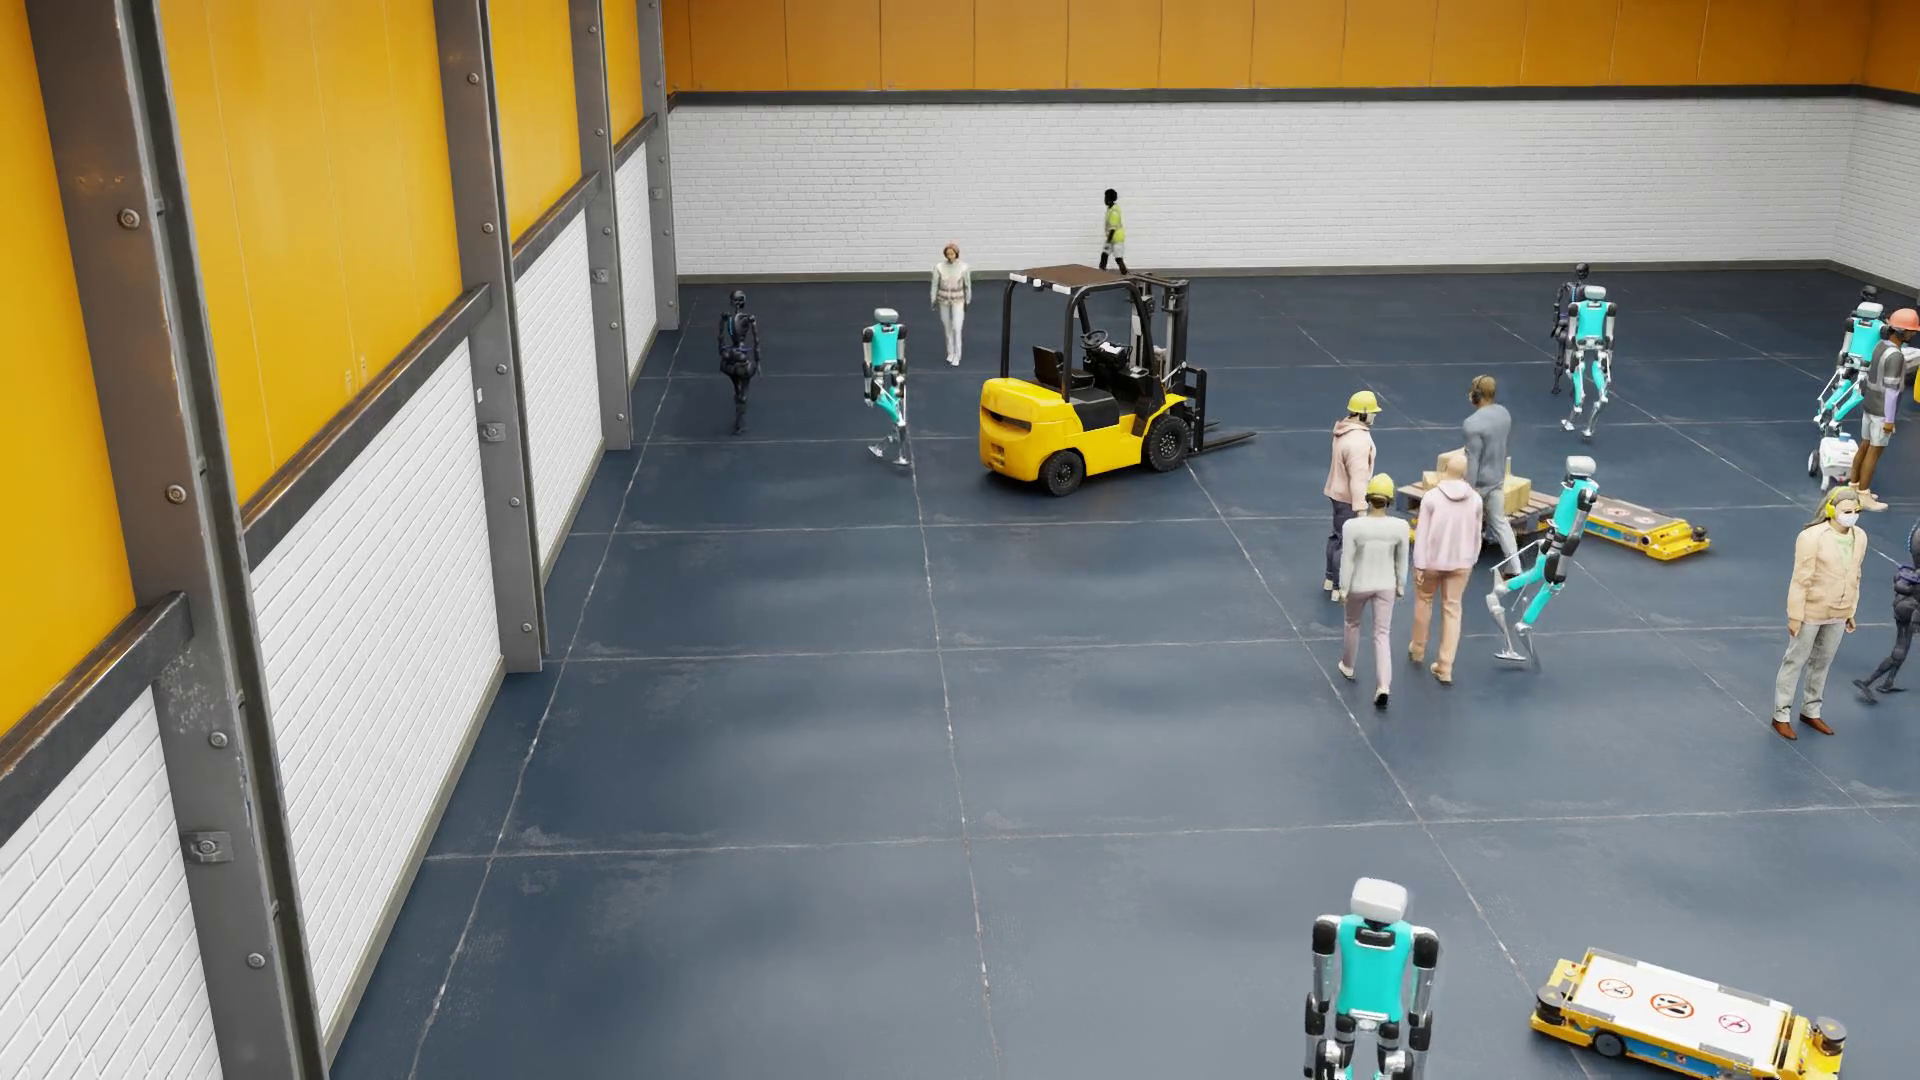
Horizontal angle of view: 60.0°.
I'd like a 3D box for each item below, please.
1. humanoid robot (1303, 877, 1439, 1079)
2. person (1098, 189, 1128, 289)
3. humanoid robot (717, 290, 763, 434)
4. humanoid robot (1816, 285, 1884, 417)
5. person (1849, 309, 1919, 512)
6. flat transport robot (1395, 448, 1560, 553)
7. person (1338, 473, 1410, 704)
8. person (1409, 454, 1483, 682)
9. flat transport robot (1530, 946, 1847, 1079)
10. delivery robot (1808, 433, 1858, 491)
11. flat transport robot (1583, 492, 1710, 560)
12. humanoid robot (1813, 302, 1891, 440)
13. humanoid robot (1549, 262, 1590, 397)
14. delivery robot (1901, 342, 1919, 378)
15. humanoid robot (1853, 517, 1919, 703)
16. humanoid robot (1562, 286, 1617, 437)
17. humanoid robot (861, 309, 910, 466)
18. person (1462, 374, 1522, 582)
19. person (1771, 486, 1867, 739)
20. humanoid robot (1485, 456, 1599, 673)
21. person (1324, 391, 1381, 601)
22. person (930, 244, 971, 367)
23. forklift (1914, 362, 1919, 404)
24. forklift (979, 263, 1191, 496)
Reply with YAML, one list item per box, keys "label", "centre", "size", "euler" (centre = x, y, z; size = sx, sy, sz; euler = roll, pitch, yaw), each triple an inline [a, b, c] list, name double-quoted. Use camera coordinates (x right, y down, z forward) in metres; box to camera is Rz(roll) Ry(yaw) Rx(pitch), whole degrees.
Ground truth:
- label: "humanoid robot"
  centre: [1.704, 2.386, 7.023]
  size: [0.551, 1.757, 0.870]
  euler: [5, 21, 14]
- label: "person"
  centre: [2.403, -4.845, 26.812]
  size: [0.801, 1.646, 0.580]
  euler: [-3, 20, -9]
- label: "humanoid robot"
  centre: [-2.539, -2.088, 19.284]
  size: [0.596, 1.640, 0.567]
  euler: [10, 23, 26]
- label: "humanoid robot"
  centre: [10.654, -2.189, 19.621]
  size: [0.602, 1.629, 0.789]
  euler: [-8, 22, -21]
- label: "person"
  centre: [9.246, -1.307, 16.621]
  size: [0.389, 2.039, 0.613]
  euler: [4, 21, 12]
- label: "flat transport robot"
  centre: [4.964, -0.134, 15.991]
  size: [1.431, 0.231, 0.659]
  euler: [-15, 25, -35]
- label: "person"
  centre: [3.118, 0.358, 12.536]
  size: [0.520, 1.729, 0.863]
  euler: [1, 20, 1]
- label: "person"
  centre: [3.776, 0.193, 12.959]
  size: [0.548, 1.740, 0.792]
  euler: [2, 20, 4]
- label: "flat transport robot"
  centre: [3.794, 2.548, 8.685]
  size: [1.431, 0.231, 0.659]
  euler: [12, 23, 30]
- label: "delivery robot"
  centre: [9.248, -0.832, 17.489]
  size: [0.499, 0.601, 0.783]
  euler: [8, 21, 20]
- label: "flat transport robot"
  centre: [6.393, -0.149, 16.033]
  size: [0.659, 0.231, 1.431]
  euler: [-13, 24, -31]
- label: "humanoid robot"
  centre: [9.523, -1.694, 17.914]
  size: [0.735, 1.680, 0.533]
  euler: [-9, 22, -24]
- label: "humanoid robot"
  centre: [7.655, -2.643, 20.763]
  size: [0.599, 1.657, 0.315]
  euler: [18, 26, 39]
- label: "delivery robot"
  centre: [12.106, -2.265, 21.398]
  size: [0.781, 0.605, 0.499]
  euler: [-15, 25, -35]
- label: "humanoid robot"
  centre: [7.106, 0.409, 12.481]
  size: [0.457, 1.646, 0.589]
  euler: [10, 22, 25]
- label: "humanoid robot"
  centre: [7.135, -1.953, 18.826]
  size: [0.540, 1.758, 0.929]
  euler: [3, 20, 7]
- label: "humanoid robot"
  centre: [-0.697, -1.575, 17.826]
  size: [0.560, 1.743, 1.038]
  euler: [-13, 24, -31]
- label: "person"
  centre: [4.651, -0.520, 14.706]
  size: [0.914, 1.907, 0.665]
  euler: [19, 27, 41]
- label: "person"
  centre: [6.159, 0.505, 11.925]
  size: [0.553, 1.877, 0.414]
  euler: [-5, 21, -13]
- label: "humanoid robot"
  centre: [4.444, 0.238, 12.972]
  size: [0.843, 1.842, 0.535]
  euler: [2, 20, 5]
- label: "person"
  centre: [3.359, -0.380, 14.364]
  size: [0.428, 1.859, 0.794]
  euler: [1, 20, 3]
- label: "person"
  centre: [-0.136, -3.128, 22.195]
  size: [0.515, 1.611, 0.729]
  euler: [4, 21, 11]
- label: "forklift"
  centre: [12.602, -2.435, 19.475]
  size: [2.313, 2.155, 1.214]
  euler: [-1, 20, -4]
- label: "forklift"
  centre: [1.315, -1.764, 17.646]
  size: [2.313, 2.155, 1.214]
  euler: [-14, 24, -33]
